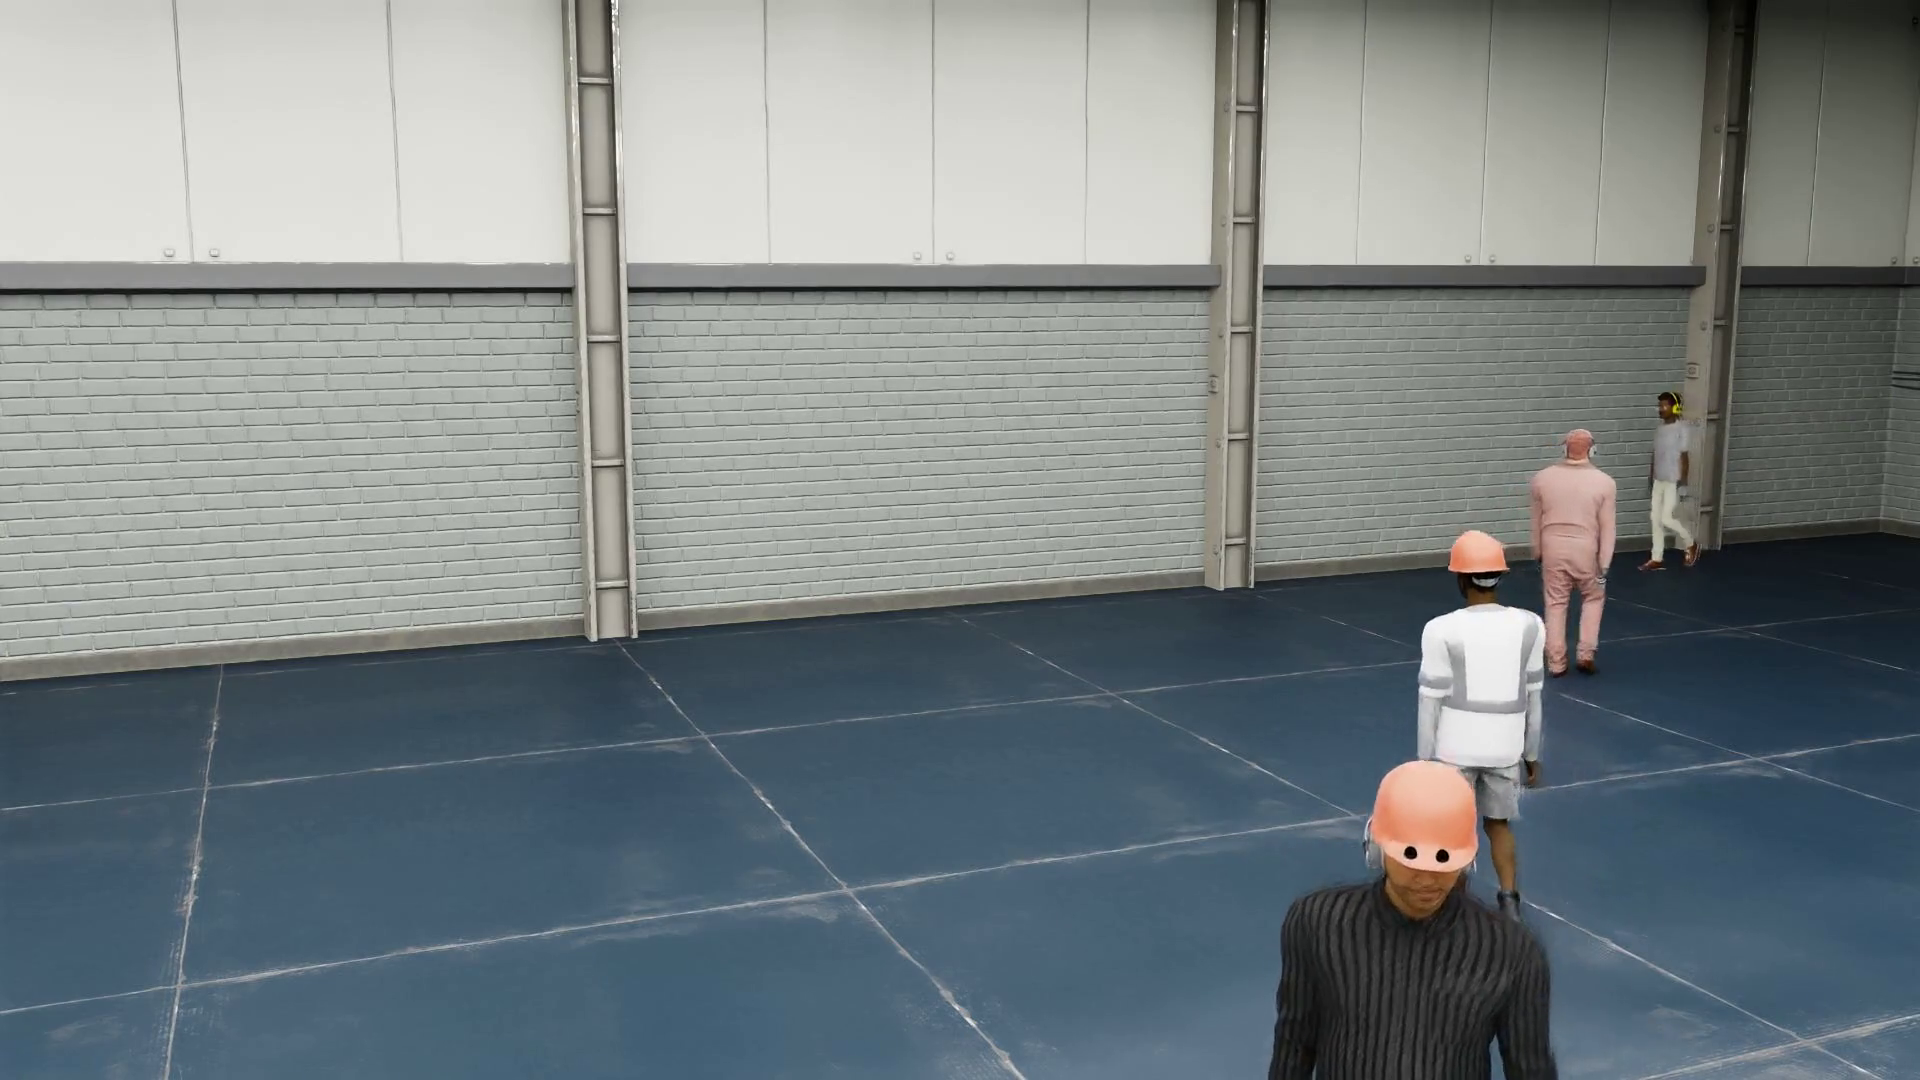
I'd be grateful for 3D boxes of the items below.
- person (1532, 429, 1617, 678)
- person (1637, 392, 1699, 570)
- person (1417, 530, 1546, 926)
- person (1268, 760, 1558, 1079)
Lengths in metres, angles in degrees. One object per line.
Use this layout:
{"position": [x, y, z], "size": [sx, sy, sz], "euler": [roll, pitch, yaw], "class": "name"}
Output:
{"position": [4.654, 0.102, 12.570], "size": [0.647, 1.886, 0.568], "euler": [6, 11, 35], "class": "person"}
{"position": [7.295, -0.600, 17.070], "size": [0.526, 1.855, 0.533], "euler": [-3, 9, -16], "class": "person"}
{"position": [2.296, 0.922, 7.308], "size": [0.566, 1.918, 0.569], "euler": [0, 9, -1], "class": "person"}
{"position": [1.004, 1.467, 3.734], "size": [0.648, 1.959, 0.829], "euler": [2, 9, 14], "class": "person"}
